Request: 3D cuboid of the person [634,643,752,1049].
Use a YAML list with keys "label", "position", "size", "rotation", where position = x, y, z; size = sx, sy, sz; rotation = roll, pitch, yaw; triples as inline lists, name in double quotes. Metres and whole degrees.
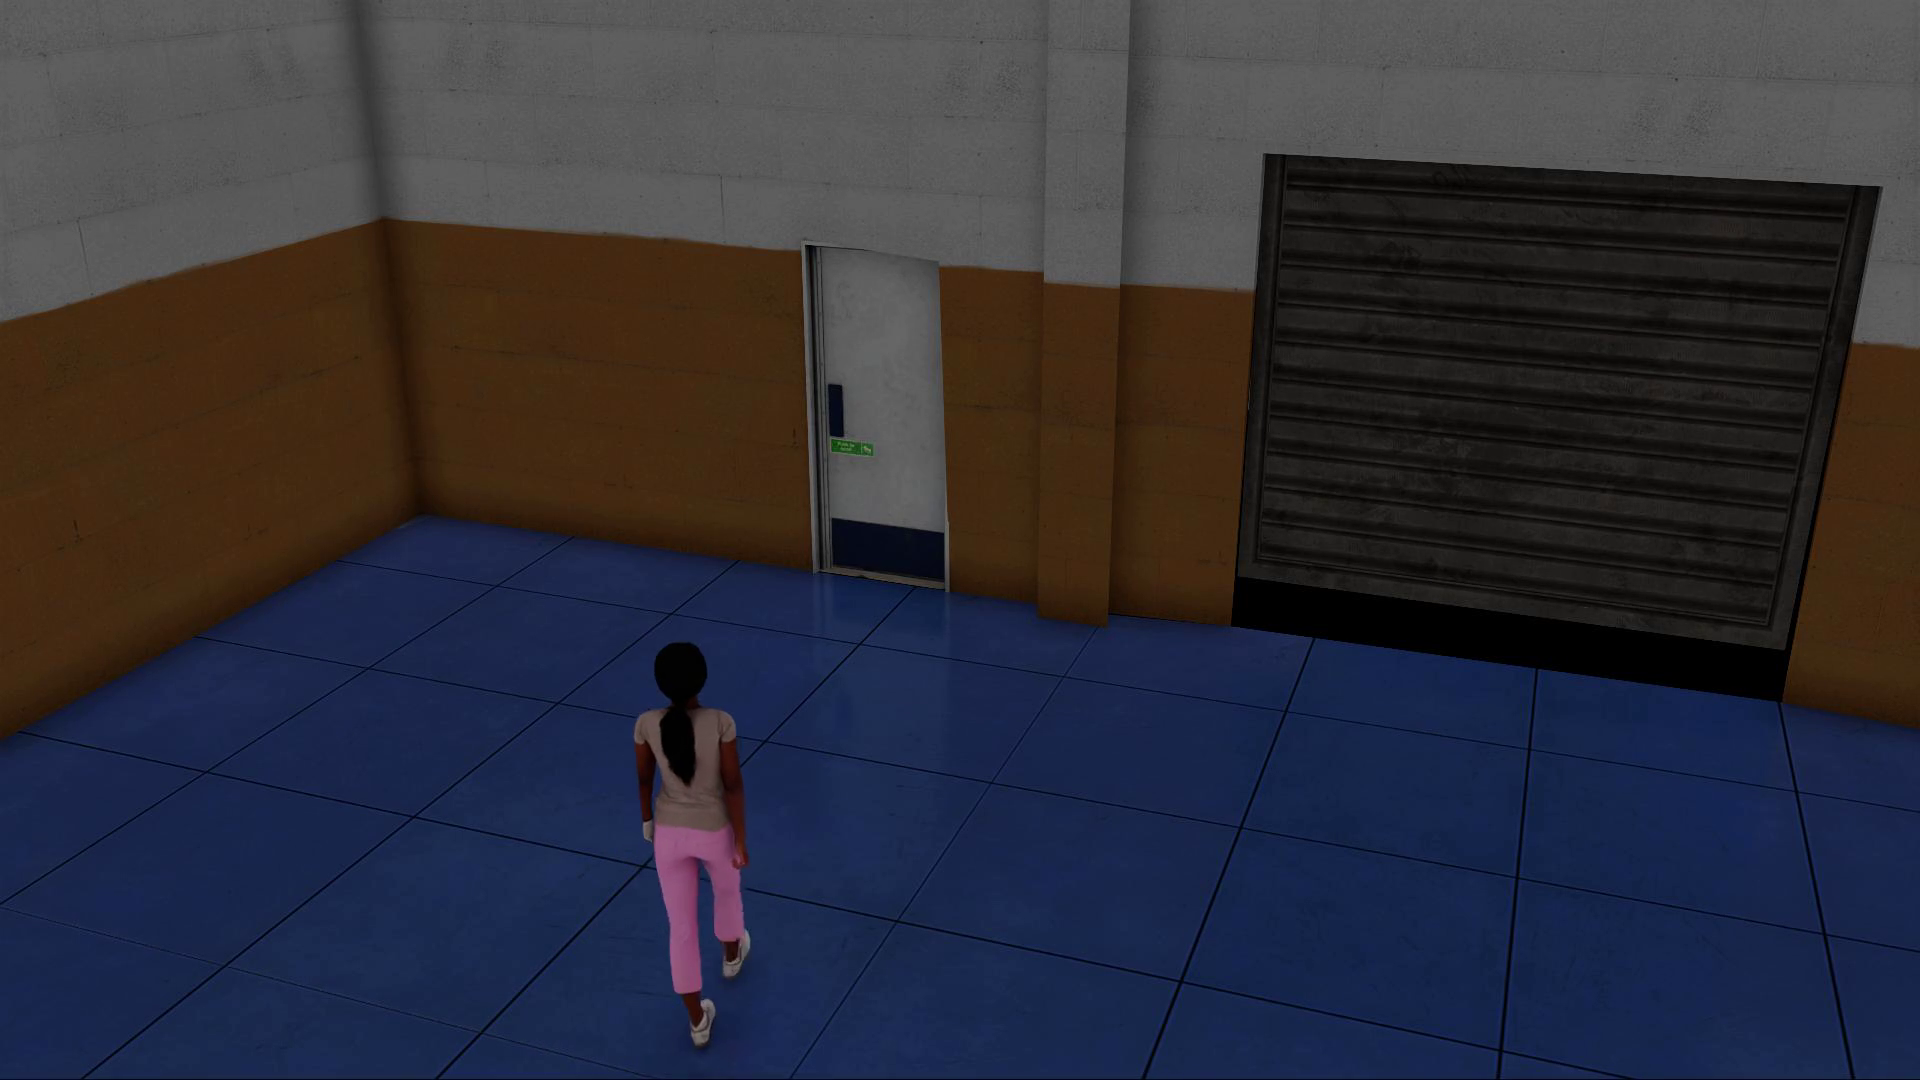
- label: "person"
  position: [-1.071, 1.246, 6.615]
  size: [0.950, 1.719, 0.864]
  rotation: [0, 22, 0]
